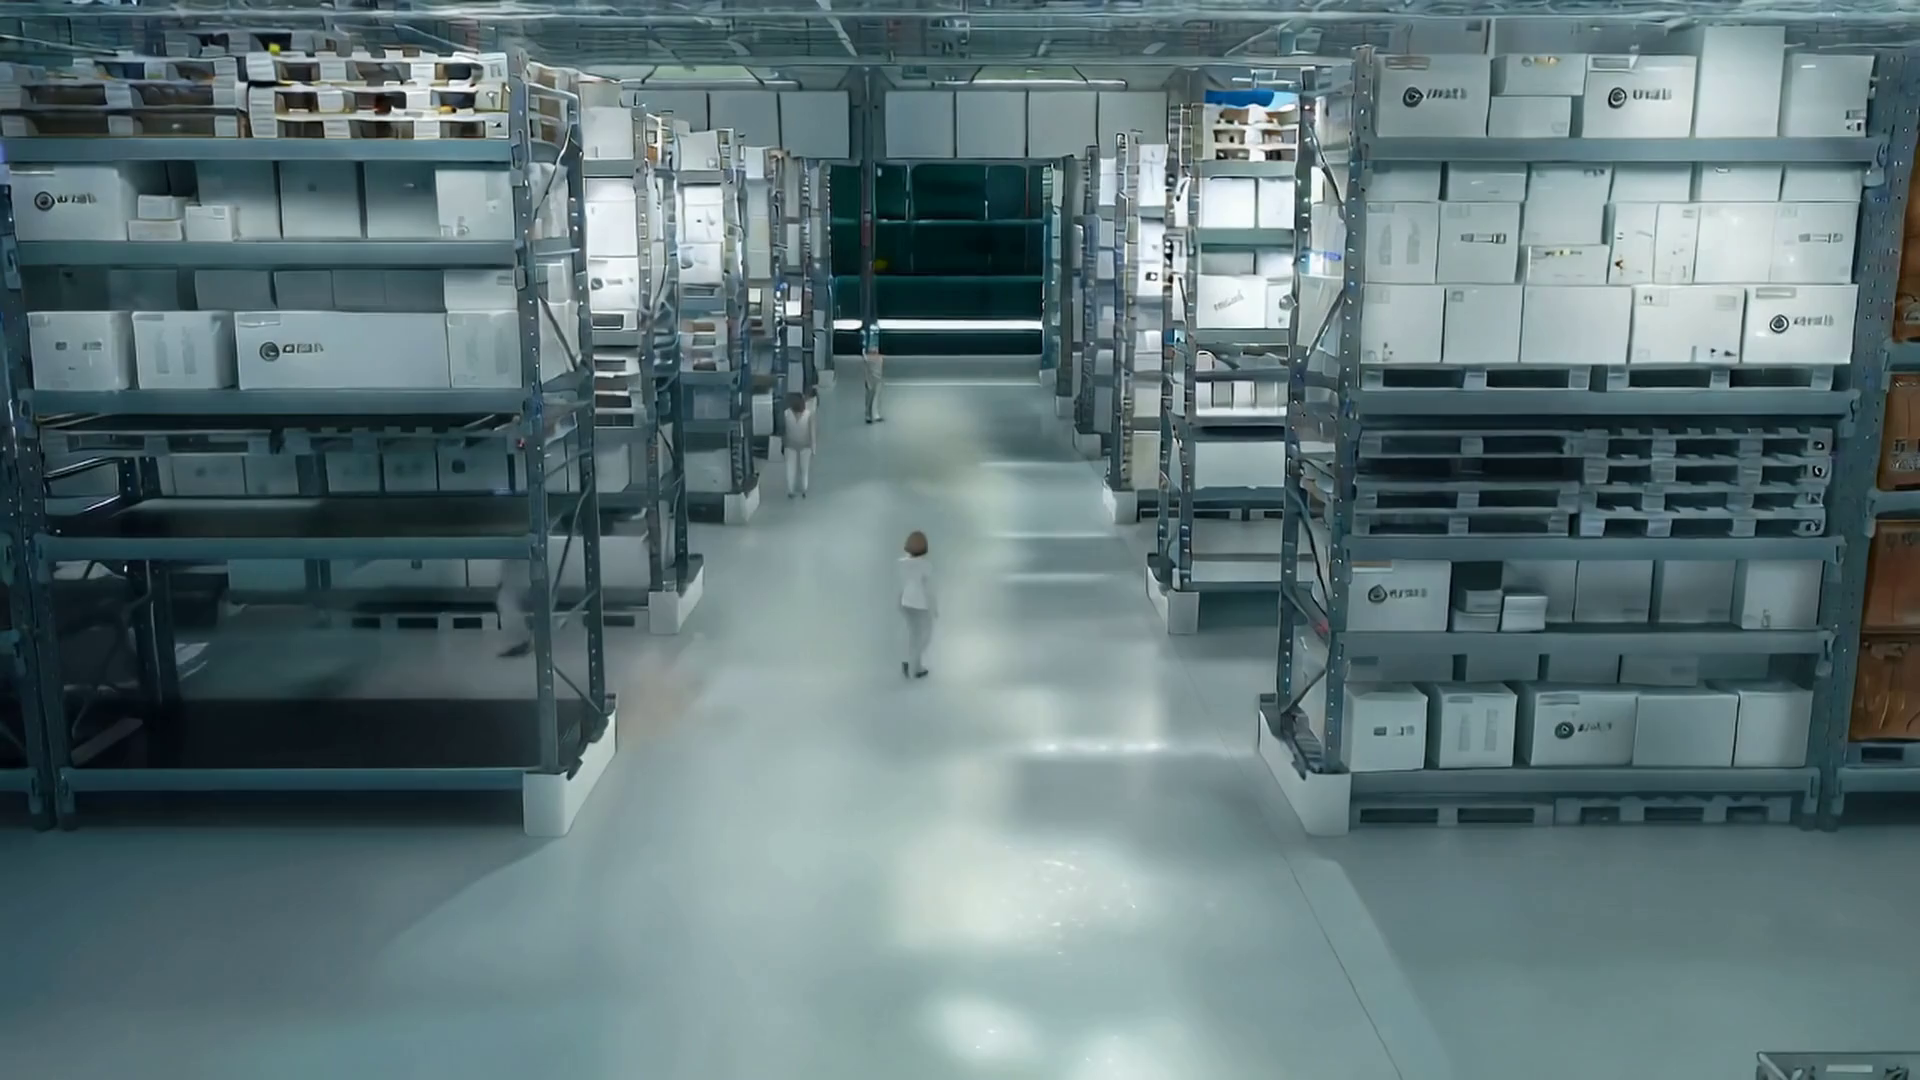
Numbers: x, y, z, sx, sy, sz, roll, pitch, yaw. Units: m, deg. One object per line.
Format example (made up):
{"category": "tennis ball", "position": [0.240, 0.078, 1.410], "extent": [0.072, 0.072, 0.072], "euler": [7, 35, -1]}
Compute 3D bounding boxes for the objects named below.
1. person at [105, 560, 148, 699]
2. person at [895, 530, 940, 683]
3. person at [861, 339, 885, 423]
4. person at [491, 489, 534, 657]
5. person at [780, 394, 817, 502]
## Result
{"category": "person", "position": [-8.297, 0.836, 16.502], "extent": [0.317, 1.695, 0.540], "euler": [-11, 16, -43]}
{"category": "person", "position": [-0.479, 0.702, 17.347], "extent": [0.511, 1.617, 0.587], "euler": [8, 14, 34]}
{"category": "person", "position": [-1.957, -3.649, 38.207], "extent": [0.407, 1.910, 0.639], "euler": [9, 15, 39]}
{"category": "person", "position": [-4.994, 0.364, 18.366], "extent": [0.433, 1.887, 0.668], "euler": [-1, 11, -3]}
{"category": "person", "position": [-2.721, -1.537, 27.988], "extent": [0.637, 1.813, 0.778], "euler": [0, 11, -1]}
